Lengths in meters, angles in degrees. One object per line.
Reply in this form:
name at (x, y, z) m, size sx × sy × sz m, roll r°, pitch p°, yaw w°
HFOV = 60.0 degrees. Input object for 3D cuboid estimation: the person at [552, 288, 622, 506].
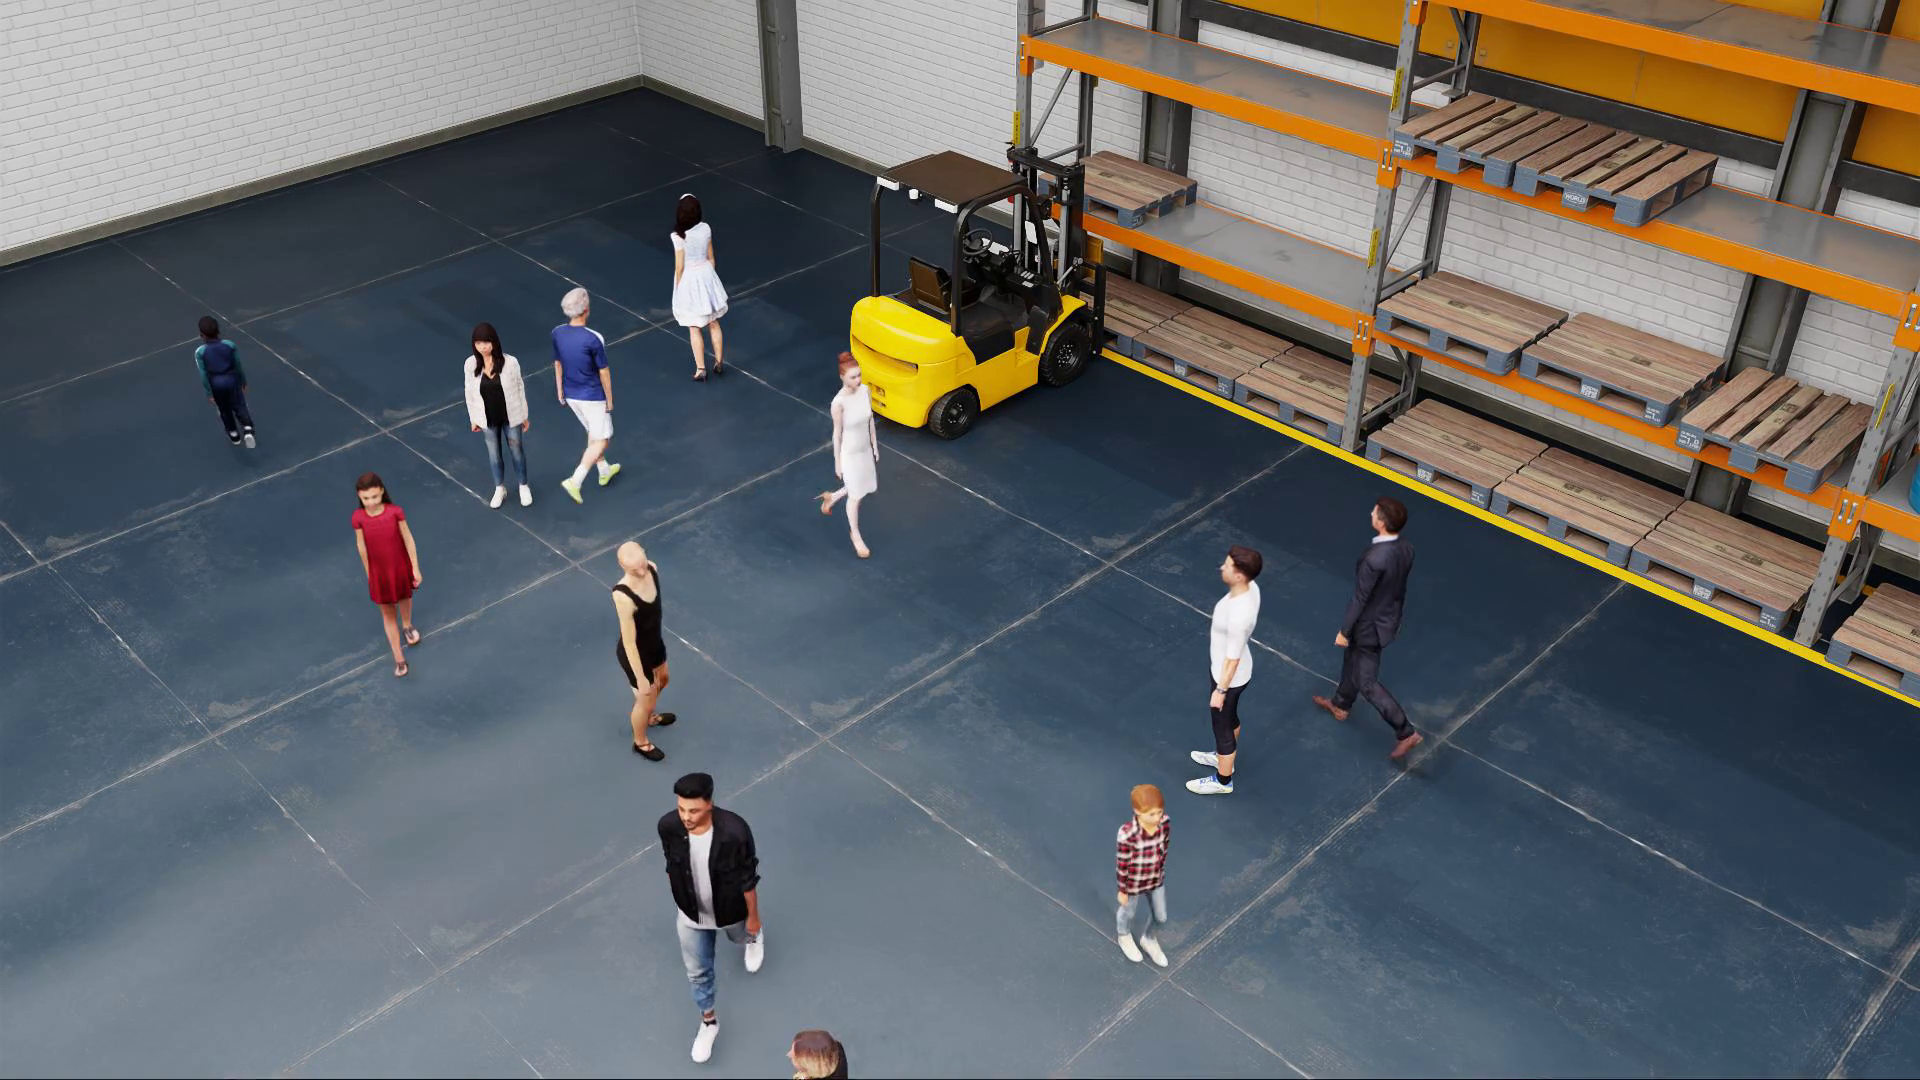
person at (-3.086, -1.130, 13.551) m, size 1.079 × 1.802 × 0.956 m, roll 13°, pitch 36°, yaw 18°

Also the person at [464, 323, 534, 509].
person at (-3.747, -1.024, 13.541) m, size 0.710 × 1.636 × 0.742 m, roll -4°, pitch 34°, yaw -6°

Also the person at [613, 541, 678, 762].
person at (-2.104, 0.693, 10.829) m, size 0.845 × 1.778 × 0.860 m, roll 0°, pitch 34°, yaw 0°

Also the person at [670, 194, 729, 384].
person at (-2.416, -2.306, 15.308) m, size 0.729 × 1.815 × 0.752 m, roll -23°, pitch 40°, yaw -30°

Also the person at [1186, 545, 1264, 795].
person at (1.720, 0.820, 10.572) m, size 0.755 × 1.852 × 0.752 m, roll 8°, pitch 34°, yaw 11°

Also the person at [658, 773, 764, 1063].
person at (-1.300, 1.883, 9.042) m, size 1.233 × 1.775 × 1.191 m, roll 5°, pitch 34°, yaw 7°

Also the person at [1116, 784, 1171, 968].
person at (0.992, 1.868, 9.498) m, size 0.618 × 1.296 × 0.653 m, roll -14°, pitch 36°, yaw -19°

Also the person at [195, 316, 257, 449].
person at (-6.344, -1.287, 14.389) m, size 0.576 × 1.134 × 0.796 m, roll -22°, pitch 39°, yaw -29°

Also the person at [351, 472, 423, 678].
person at (-4.077, 0.142, 11.895) m, size 0.762 × 1.517 × 1.051 m, roll -14°, pitch 36°, yaw -20°

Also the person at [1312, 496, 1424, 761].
person at (2.769, 0.600, 10.912) m, size 1.134 × 1.841 × 0.674 m, roll 27°, pitch 42°, yaw 34°

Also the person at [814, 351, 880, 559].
person at (-0.885, -0.674, 12.886) m, size 0.835 × 1.778 × 0.625 m, roll 25°, pitch 41°, yaw 32°
